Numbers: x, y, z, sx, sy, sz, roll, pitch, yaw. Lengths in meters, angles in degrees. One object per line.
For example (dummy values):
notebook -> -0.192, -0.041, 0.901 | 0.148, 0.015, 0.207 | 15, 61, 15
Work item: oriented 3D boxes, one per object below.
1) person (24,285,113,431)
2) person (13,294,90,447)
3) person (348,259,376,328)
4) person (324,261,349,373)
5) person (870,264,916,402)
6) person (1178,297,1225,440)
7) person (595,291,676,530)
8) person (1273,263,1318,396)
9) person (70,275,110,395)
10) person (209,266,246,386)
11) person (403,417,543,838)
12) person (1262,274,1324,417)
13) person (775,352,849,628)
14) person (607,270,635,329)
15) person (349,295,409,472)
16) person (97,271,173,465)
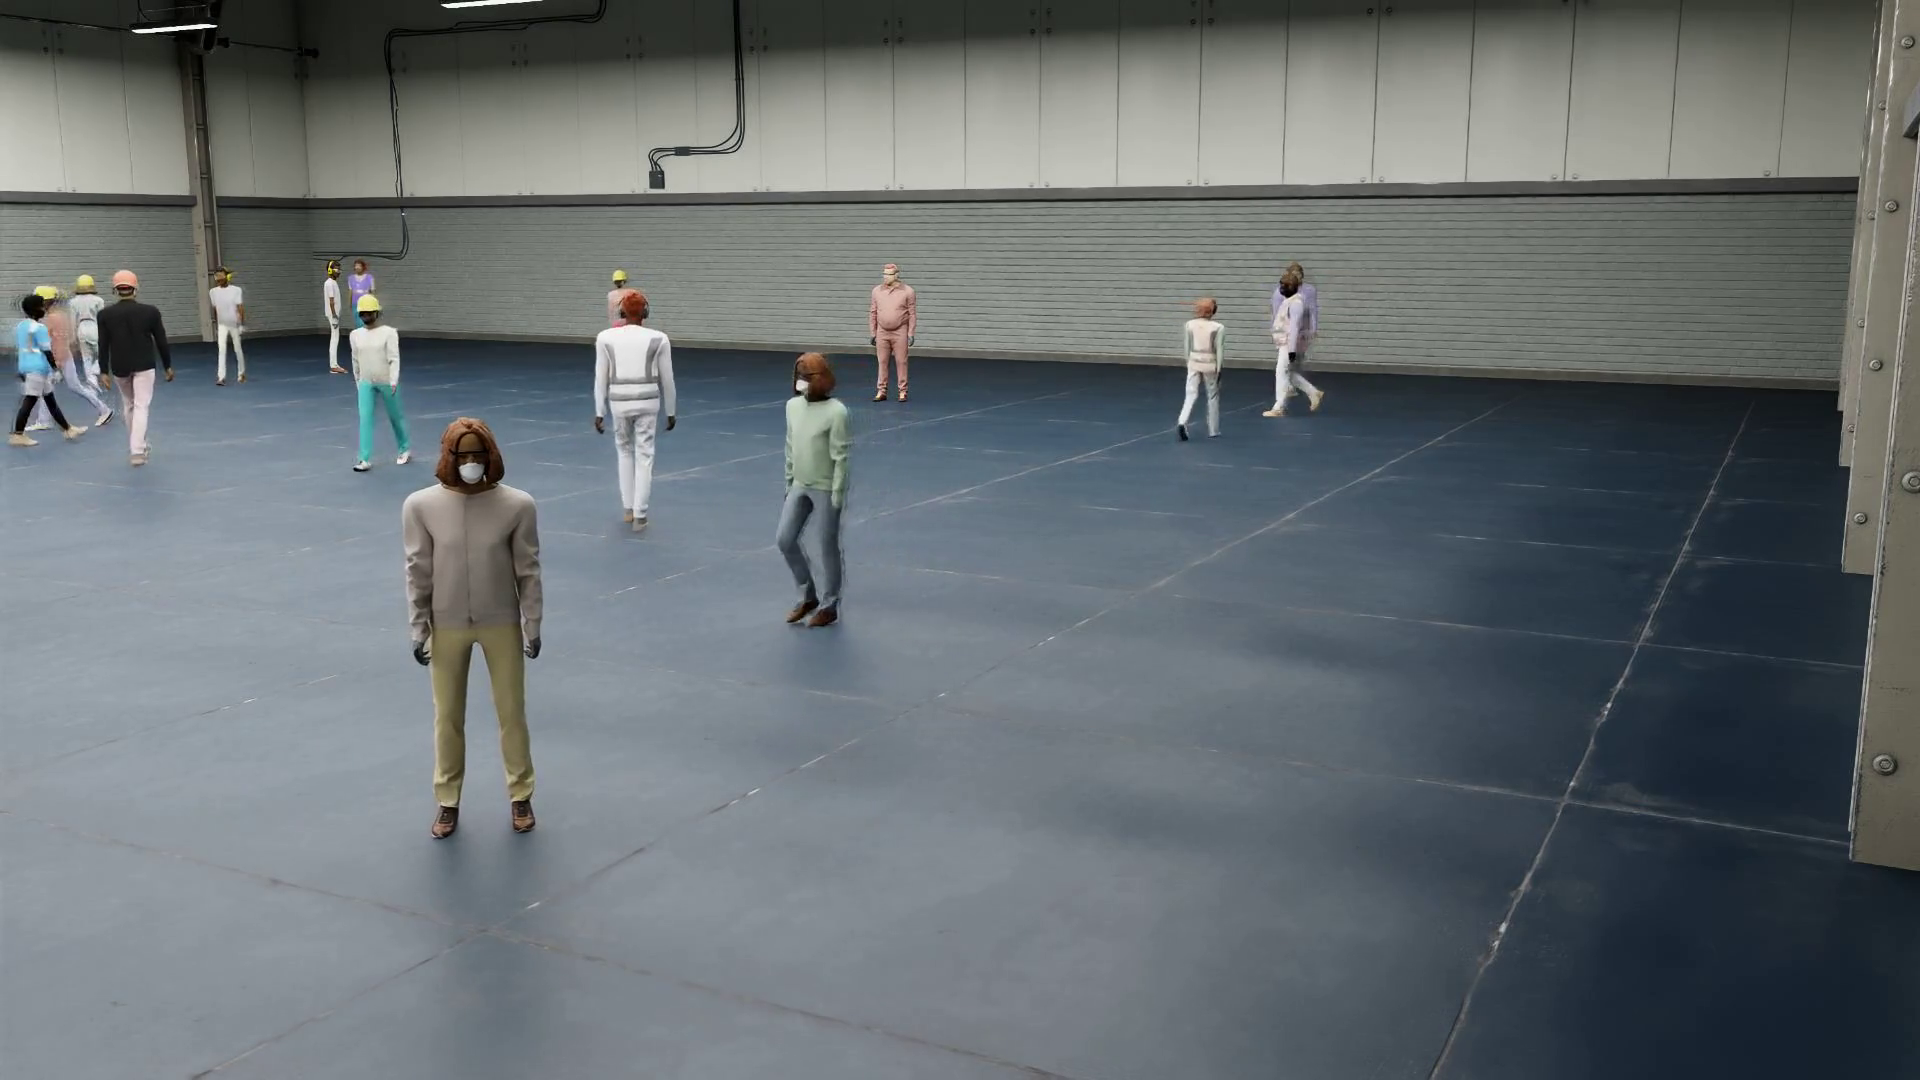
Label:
person -> -10.636, -2.168, 19.764 | 0.532, 1.716, 0.922 | 9, 14, 40
person -> -10.043, -1.862, 18.245 | 0.545, 1.643, 0.876 | 9, 14, 40
person -> -12.024, -4.748, 33.527 | 0.574, 1.818, 0.858 | 2, 11, 12
person -> -10.475, -3.736, 27.899 | 0.312, 1.864, 0.535 | -4, 11, -19
person -> -0.940, -2.850, 22.960 | 0.651, 1.904, 0.401 | 2, 11, 13
person -> 2.728, -1.931, 18.746 | 0.513, 1.613, 0.784 | 6, 12, 29
person -> -2.550, -1.035, 13.163 | 0.615, 1.859, 0.744 | -1, 10, -3
person -> 4.824, -3.053, 24.083 | 0.629, 1.910, 0.939 | -1, 10, -6
person -> -12.520, -2.945, 23.929 | 0.510, 1.727, 0.424 | 0, 10, 0
person -> -11.289, -3.303, 25.664 | 0.512, 1.823, 0.980 | -2, 11, -10
person -> -1.843, 0.339, 6.353 | 0.496, 1.627, 0.303 | -3, 11, -14
person -> 4.256, -2.460, 21.097 | 0.719, 1.820, 0.631 | 1, 10, 3
person -> -0.874, -0.279, 9.687 | 0.522, 1.618, 0.425 | 8, 13, 38
person -> -5.477, -3.546, 27.206 | 0.527, 1.745, 0.760 | 1, 10, 8
person -> -5.743, -1.555, 16.414 | 0.538, 1.719, 0.930 | 1, 10, 4
person -> -8.360, -1.744, 16.850 | 0.618, 1.947, 1.018 | -2, 11, -8
